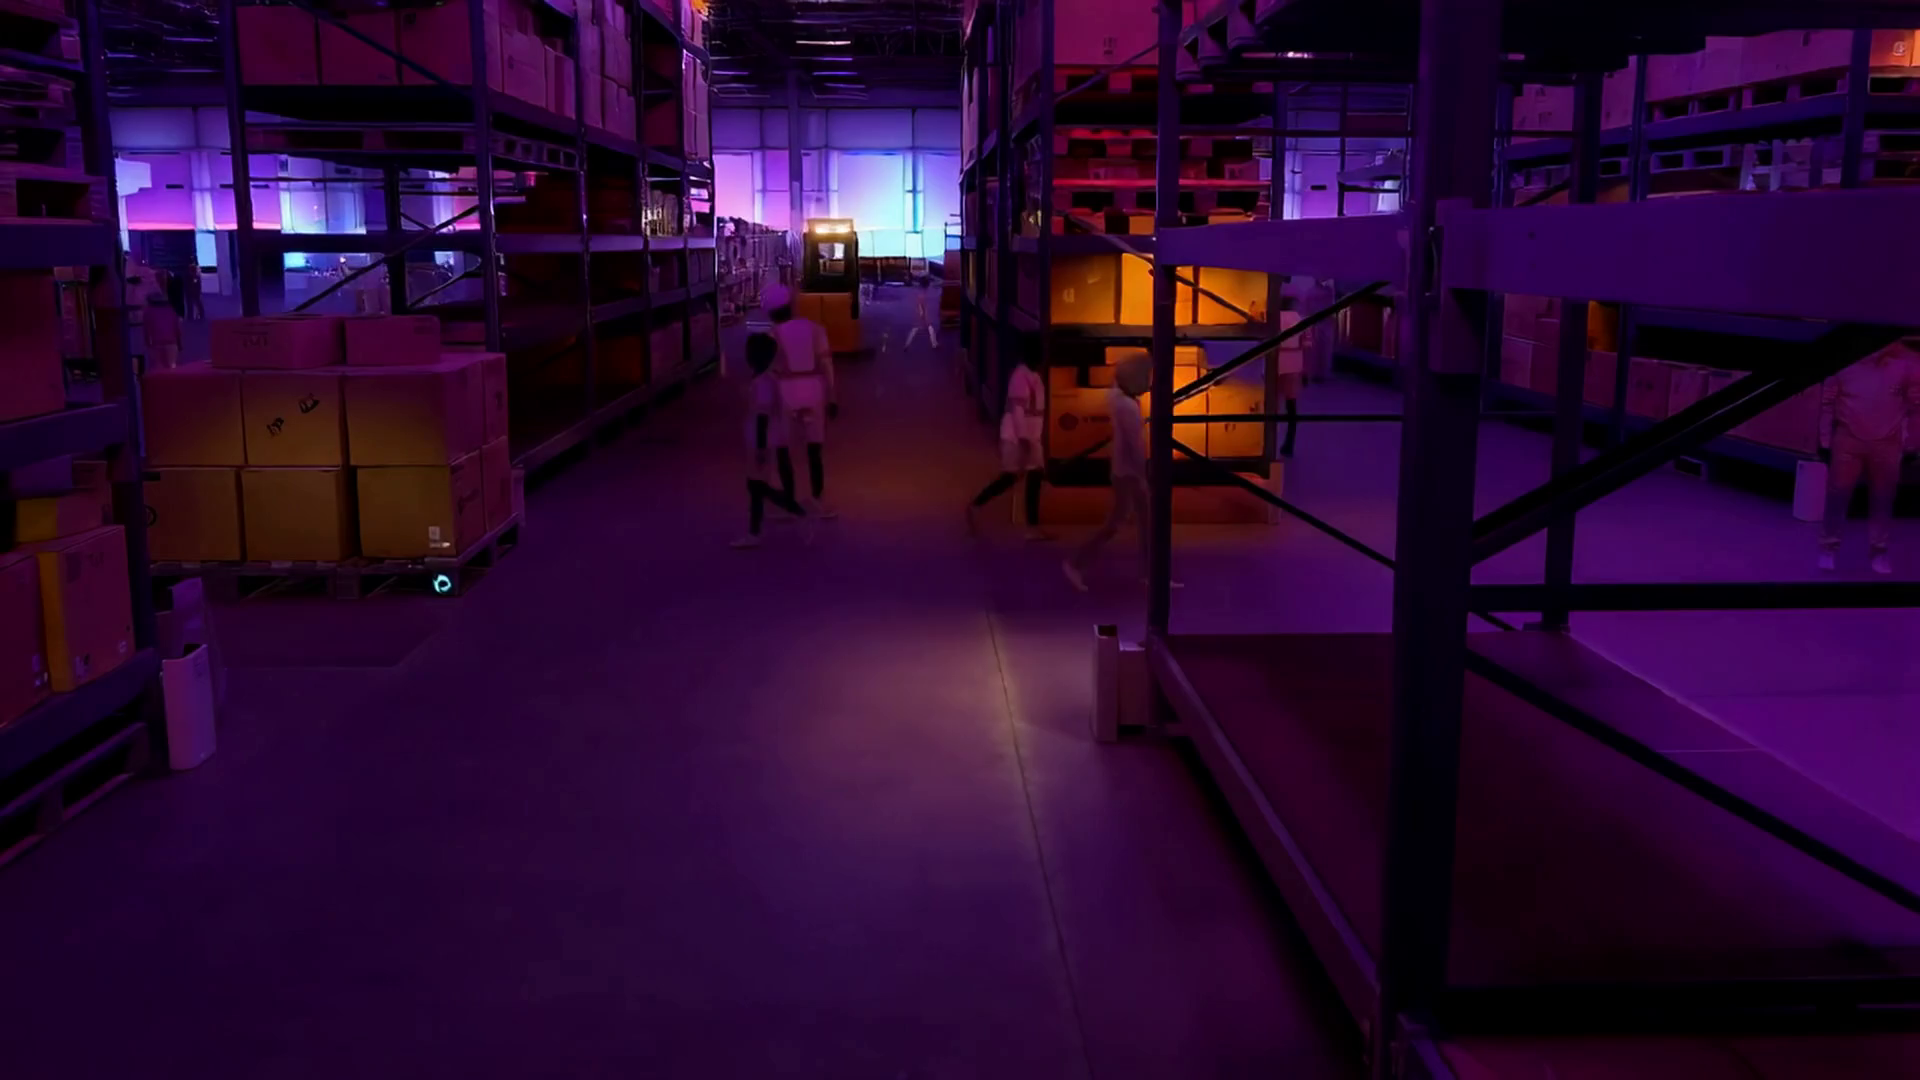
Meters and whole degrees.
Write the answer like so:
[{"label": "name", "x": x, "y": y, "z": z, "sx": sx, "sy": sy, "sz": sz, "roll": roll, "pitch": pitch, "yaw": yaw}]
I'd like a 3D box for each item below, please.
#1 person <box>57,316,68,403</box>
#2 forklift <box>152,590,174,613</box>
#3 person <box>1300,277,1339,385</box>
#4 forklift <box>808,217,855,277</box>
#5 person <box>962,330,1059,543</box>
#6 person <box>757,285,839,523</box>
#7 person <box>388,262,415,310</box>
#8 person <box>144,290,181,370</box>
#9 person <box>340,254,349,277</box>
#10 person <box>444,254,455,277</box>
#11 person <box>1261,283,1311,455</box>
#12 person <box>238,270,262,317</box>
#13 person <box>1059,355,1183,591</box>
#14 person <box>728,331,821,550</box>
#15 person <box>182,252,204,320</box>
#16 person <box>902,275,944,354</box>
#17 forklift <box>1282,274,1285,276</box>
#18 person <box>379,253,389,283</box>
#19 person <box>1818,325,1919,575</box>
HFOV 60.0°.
[{"label": "person", "x": -12.240, "y": -2.502, "z": 22.239, "sx": 0.529, "sy": 1.736, "sz": 0.740, "roll": -1, "pitch": 10, "yaw": -3}, {"label": "forklift", "x": -5.858, "y": -0.811, "z": 9.639, "sx": 1.873, "sy": 2.768, "sz": 1.129, "roll": -1, "pitch": 10, "yaw": -3}, {"label": "person", "x": 5.888, "y": -3.490, "z": 27.238, "sx": 0.649, "sy": 1.919, "sz": 0.459, "roll": -1, "pitch": 10, "yaw": -3}, {"label": "forklift", "x": -2.598, "y": -5.167, "z": 33.906, "sx": 1.129, "sy": 2.768, "sz": 1.873, "roll": 0, "pitch": 10, "yaw": -2}, {"label": "person", "x": 0.403, "y": -0.807, "z": 12.992, "sx": 0.726, "sy": 1.657, "sz": 0.577, "roll": 4, "pitch": 11, "yaw": 23}, {"label": "person", "x": -1.339, "y": -1.136, "z": 13.966, "sx": 0.740, "sy": 1.992, "sz": 0.390, "roll": -5, "pitch": 11, "yaw": -27}, {"label": "person", "x": -13.214, "y": -5.649, "z": 39.271, "sx": 0.612, "sy": 1.930, "sz": 0.880, "roll": -9, "pitch": 13, "yaw": -40}, {"label": "person", "x": -12.104, "y": -2.988, "z": 25.282, "sx": 0.502, "sy": 1.612, "sz": 0.682, "roll": -6, "pitch": 12, "yaw": -30}, {"label": "person", "x": -25.242, "y": -10.818, "z": 68.254, "sx": 0.449, "sy": 1.852, "sz": 0.544, "roll": -1, "pitch": 10, "yaw": -5}, {"label": "person", "x": -21.350, "y": -11.042, "z": 69.530, "sx": 0.430, "sy": 1.845, "sz": 0.620, "roll": -4, "pitch": 11, "yaw": -23}, {"label": "person", "x": 3.617, "y": -1.906, "z": 18.509, "sx": 0.563, "sy": 1.884, "sz": 1.021, "roll": 0, "pitch": 10, "yaw": 2}, {"label": "person", "x": -21.007, "y": -7.401, "z": 49.104, "sx": 0.966, "sy": 1.900, "sz": 0.558, "roll": 6, "pitch": 12, "yaw": 28}, {"label": "person", "x": 1.074, "y": -0.437, "z": 11.122, "sx": 0.789, "sy": 1.602, "sz": 0.500, "roll": 1, "pitch": 10, "yaw": 7}, {"label": "person", "x": -1.414, "y": -0.735, "z": 12.574, "sx": 0.661, "sy": 1.678, "sz": 0.540, "roll": 0, "pitch": 10, "yaw": -1}, {"label": "person", "x": -23.004, "y": -7.602, "z": 49.809, "sx": 0.686, "sy": 2.000, "sz": 0.535, "roll": 7, "pitch": 12, "yaw": 33}, {"label": "person", "x": -0.801, "y": -4.704, "z": 34.761, "sx": 0.906, "sy": 1.649, "sz": 0.536, "roll": 3, "pitch": 11, "yaw": 15}, {"label": "forklift", "x": 12.240, "y": -10.302, "z": 62.509, "sx": 1.129, "sy": 2.768, "sz": 1.873, "roll": 0, "pitch": 10, "yaw": -2}, {"label": "person", "x": -21.538, "y": -9.784, "z": 62.326, "sx": 0.408, "sy": 1.918, "sz": 0.584, "roll": 1, "pitch": 10, "yaw": 3}, {"label": "person", "x": 6.410, "y": -0.694, "z": 11.748, "sx": 0.638, "sy": 1.897, "sz": 0.397, "roll": 5, "pitch": 11, "yaw": 24}]
